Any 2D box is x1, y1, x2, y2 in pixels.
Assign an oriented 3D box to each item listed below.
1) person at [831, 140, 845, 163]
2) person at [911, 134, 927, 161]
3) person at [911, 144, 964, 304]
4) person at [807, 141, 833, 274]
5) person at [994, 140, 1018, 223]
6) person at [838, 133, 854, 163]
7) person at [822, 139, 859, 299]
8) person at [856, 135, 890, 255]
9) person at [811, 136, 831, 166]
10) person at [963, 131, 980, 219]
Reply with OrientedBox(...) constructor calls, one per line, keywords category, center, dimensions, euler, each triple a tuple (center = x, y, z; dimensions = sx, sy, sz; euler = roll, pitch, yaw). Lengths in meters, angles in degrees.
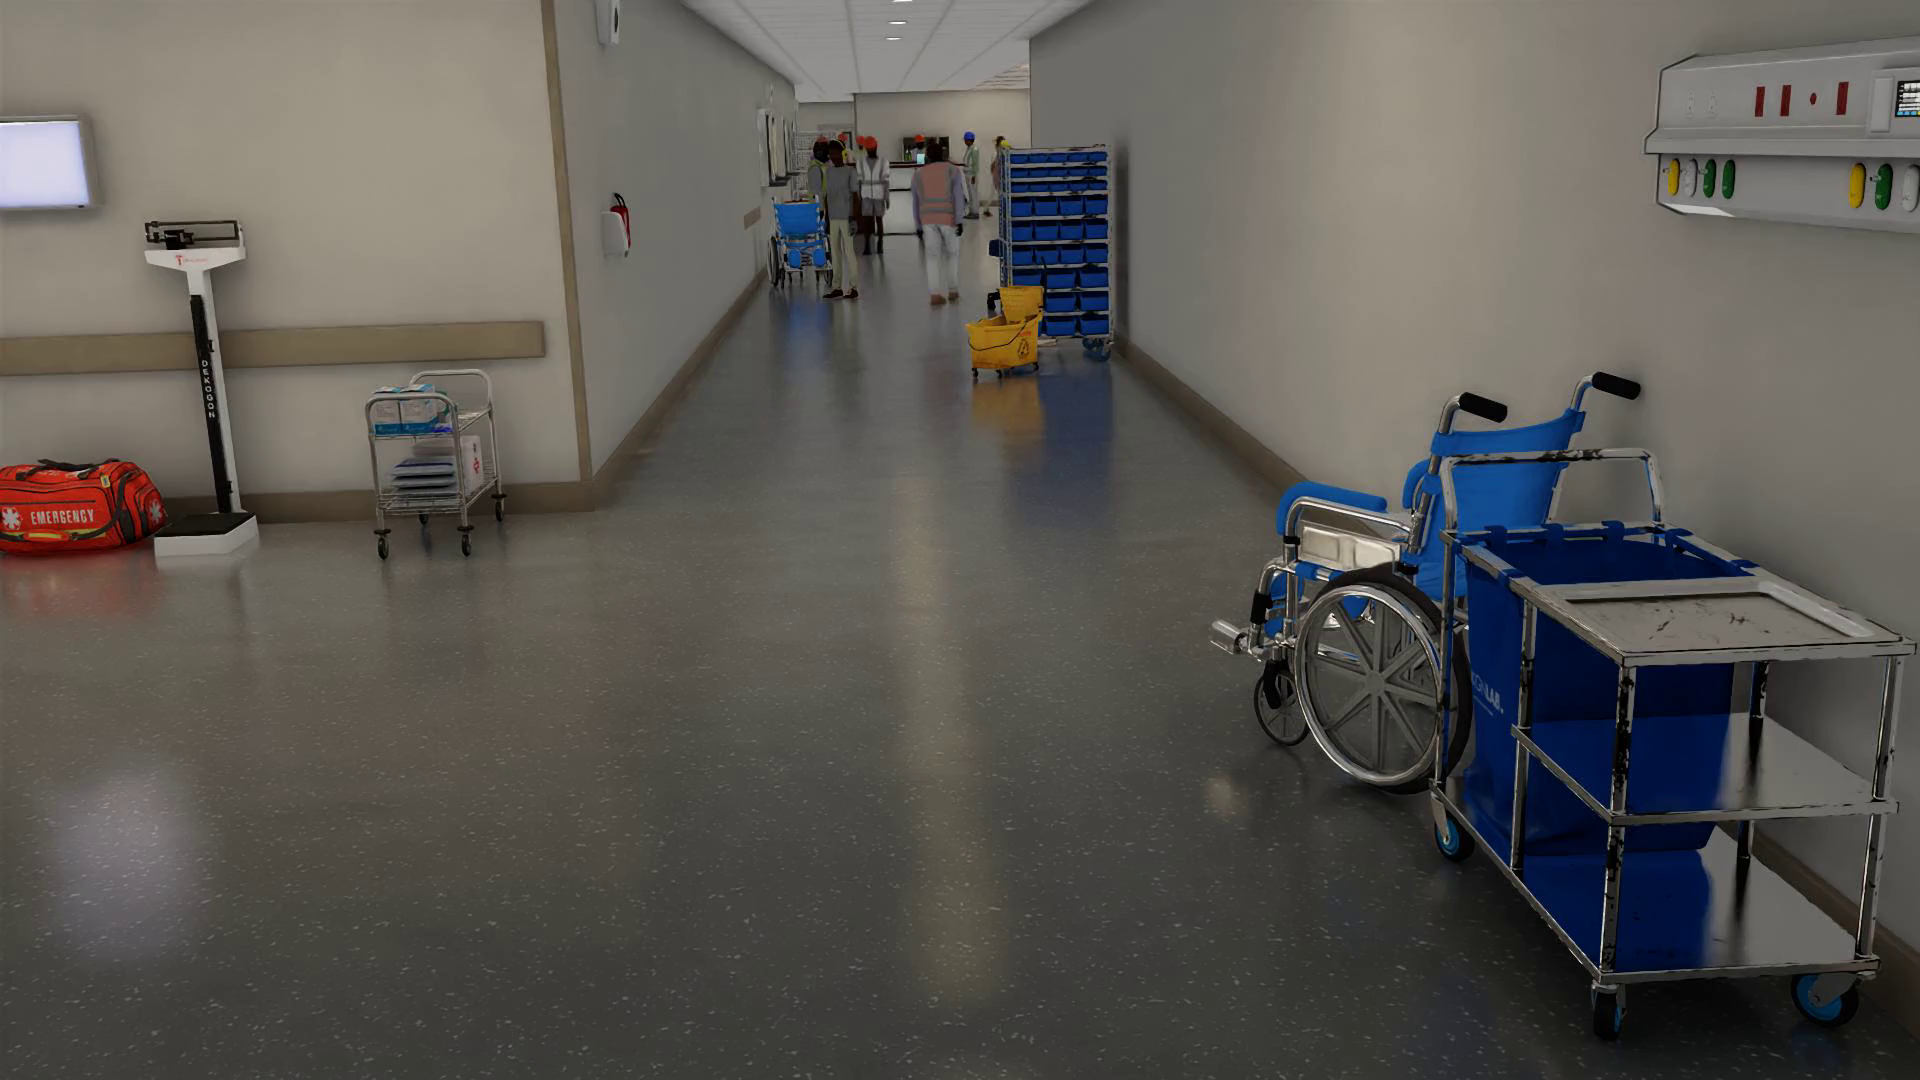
OrientedBox(category="person", center=(-2.936, -8.496, 39.268), dimensions=(0.569, 1.839, 0.374), euler=(7, 16, 33))
OrientedBox(category="person", center=(-0.951, -8.920, 40.598), dimensions=(0.550, 1.928, 0.389), euler=(6, 16, 29))
OrientedBox(category="person", center=(-0.235, -3.600, 18.967), dimensions=(0.638, 1.774, 0.929), euler=(1, 14, 12))
OrientedBox(category="person", center=(-1.919, -4.685, 23.483), dimensions=(0.429, 1.841, 0.633), euler=(0, 14, 5))
OrientedBox(category="person", center=(0.996, -7.563, 35.175), dimensions=(0.531, 1.745, 0.684), euler=(-5, 14, -14))
OrientedBox(category="person", center=(-2.887, -9.038, 41.166), dimensions=(0.619, 1.994, 0.381), euler=(4, 15, 22))
OrientedBox(category="person", center=(-1.422, -3.787, 19.689), dimensions=(0.508, 1.865, 0.329), euler=(8, 17, 34))
OrientedBox(category="person", center=(-1.414, -5.614, 27.089), dimensions=(0.551, 1.939, 0.451), euler=(-1, 14, 3))
OrientedBox(category="person", center=(-3.106, -8.171, 37.746), dimensions=(0.552, 1.935, 0.366), euler=(9, 17, 37))
OrientedBox(category="person", center=(0.256, -8.260, 37.690), dimensions=(0.389, 1.949, 0.604), euler=(-5, 14, -14))
